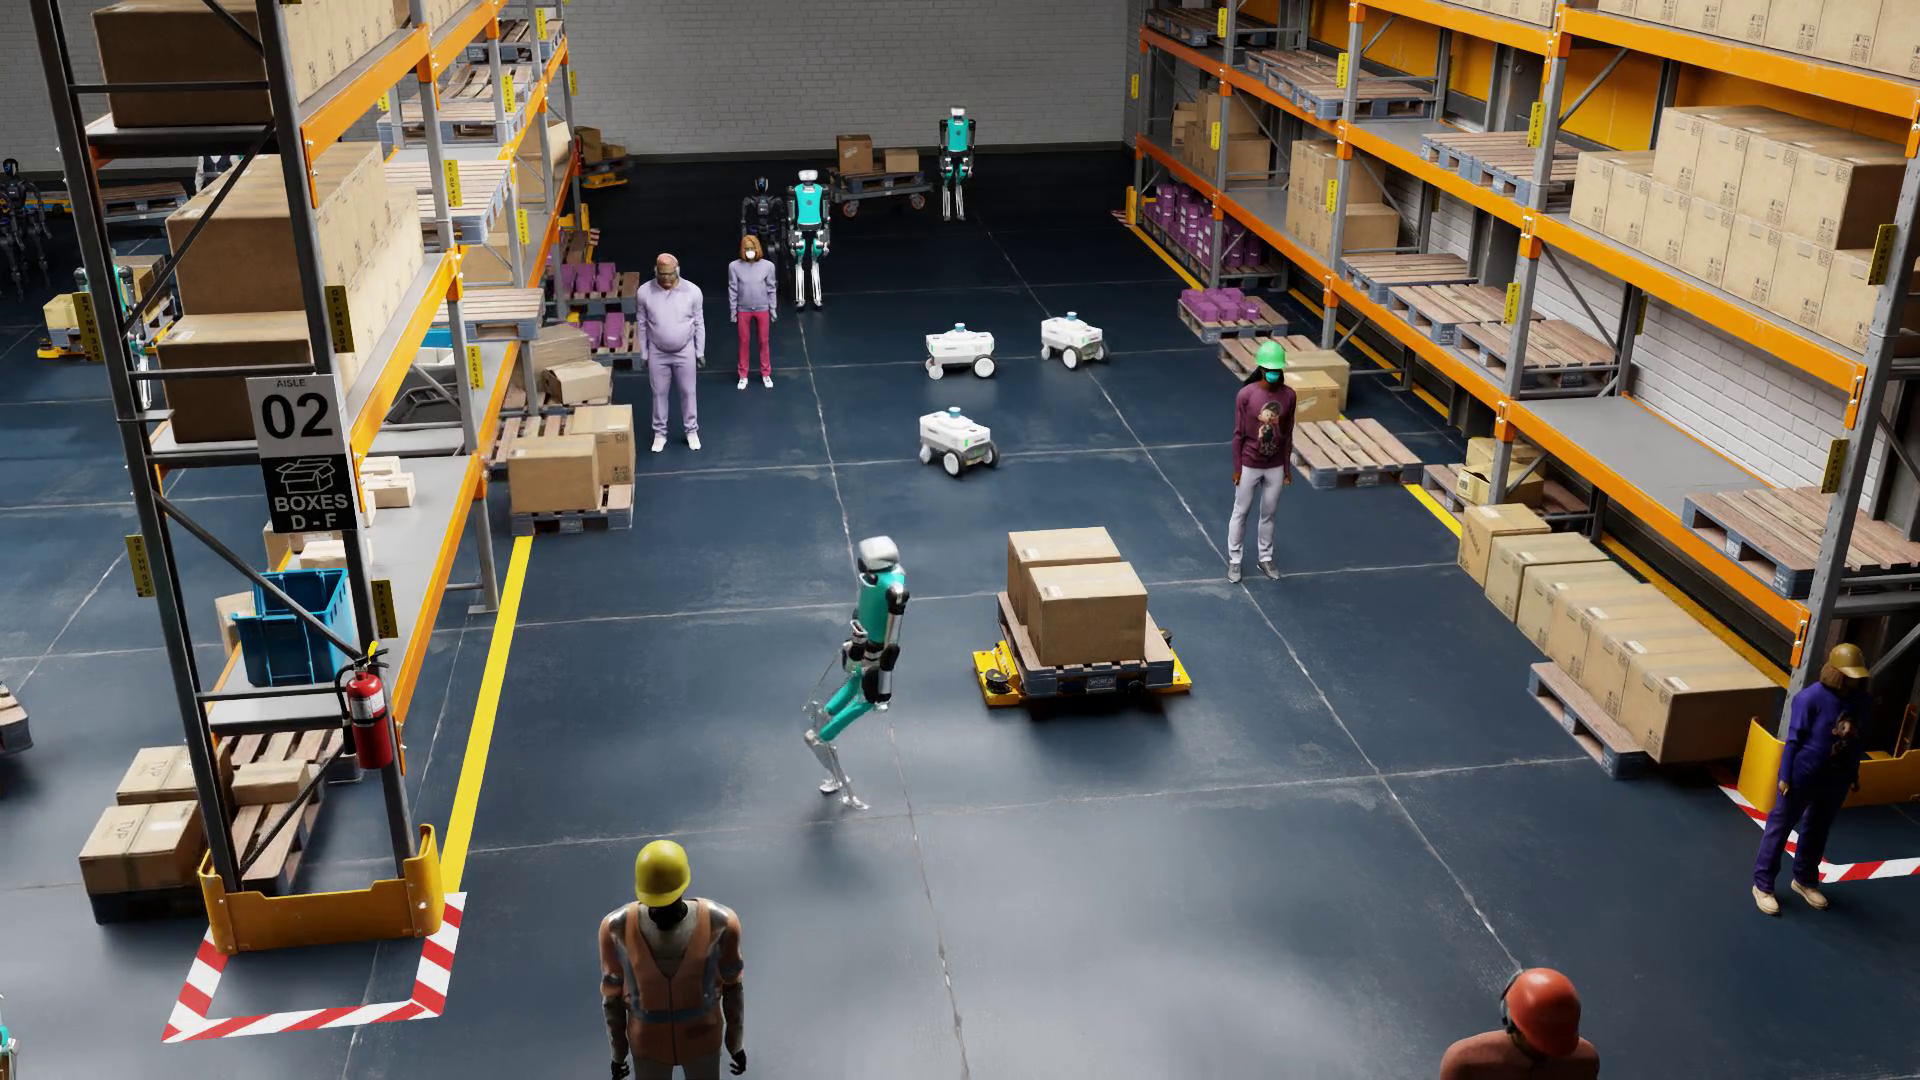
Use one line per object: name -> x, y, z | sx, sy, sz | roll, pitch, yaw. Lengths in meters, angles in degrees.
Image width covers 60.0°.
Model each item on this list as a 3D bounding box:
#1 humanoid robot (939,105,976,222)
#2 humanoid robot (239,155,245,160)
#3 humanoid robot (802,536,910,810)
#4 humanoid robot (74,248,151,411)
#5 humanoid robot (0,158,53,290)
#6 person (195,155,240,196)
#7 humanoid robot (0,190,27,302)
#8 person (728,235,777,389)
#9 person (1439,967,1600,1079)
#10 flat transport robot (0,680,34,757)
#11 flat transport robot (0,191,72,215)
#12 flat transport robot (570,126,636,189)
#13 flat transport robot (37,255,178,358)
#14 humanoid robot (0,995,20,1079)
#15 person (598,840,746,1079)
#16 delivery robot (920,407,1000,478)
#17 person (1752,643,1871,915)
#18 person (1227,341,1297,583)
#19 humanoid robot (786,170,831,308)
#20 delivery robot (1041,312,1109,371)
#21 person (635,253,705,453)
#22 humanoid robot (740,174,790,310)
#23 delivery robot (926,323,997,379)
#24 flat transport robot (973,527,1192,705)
humanoid robot -> -0.075, -5.509, 24.243 | 0.533, 1.672, 0.735 | -3, 24, -8
humanoid robot -> -11.118, -6.052, 25.473 | 0.533, 1.677, 0.735 | -3, 24, -8
humanoid robot -> -0.683, 0.845, 9.916 | 0.716, 1.772, 0.590 | -11, 26, -24
humanoid robot -> -8.330, -2.135, 16.550 | 0.533, 1.677, 0.735 | -3, 24, -8
humanoid robot -> -11.796, -3.982, 20.980 | 0.599, 1.657, 0.315 | -3, 24, -8
person -> -10.006, -4.731, 22.601 | 0.752, 1.758, 0.431 | -3, 24, -8
humanoid robot -> -11.848, -3.753, 20.459 | 0.599, 1.657, 0.315 | -3, 24, -8
person -> -2.166, -2.389, 17.419 | 0.497, 1.633, 0.283 | -3, 24, -8
person -> 1.998, 2.386, 6.110 | 0.608, 1.986, 0.388 | -3, 24, -8
flat transport robot -> -6.629, 1.386, 10.520 | 0.659, 0.231, 1.431 | -19, 30, -37
flat transport robot -> -14.014, -5.143, 25.394 | 1.431, 0.231, 0.659 | -3, 24, -8
flat transport robot -> -6.160, -5.994, 27.335 | 1.431, 0.231, 0.659 | 22, 32, 40
flat transport robot -> -9.596, -2.273, 18.857 | 1.431, 0.231, 0.659 | -3, 24, -8
humanoid robot -> -4.336, 1.993, 7.144 | 0.533, 1.677, 0.735 | -3, 24, -8
person -> -1.175, 2.068, 6.904 | 0.584, 1.927, 0.365 | -3, 24, -8
delivery robot -> -0.025, -0.917, 15.432 | 0.503, 0.610, 0.781 | -19, 30, -37
person -> 4.670, 1.295, 9.038 | 0.450, 1.623, 0.337 | -3, 24, -8
person -> 2.355, -0.622, 13.004 | 0.488, 1.952, 0.418 | -3, 24, -8
humanoid robot -> -1.826, -3.662, 20.028 | 0.533, 1.677, 0.735 | -3, 24, -8
delivery robot -> 1.253, -2.199, 18.350 | 0.503, 0.610, 0.781 | -19, 30, -37
person -> -2.714, -1.760, 15.660 | 0.637, 1.902, 0.411 | -3, 24, -8
humanoid robot -> -2.358, -3.601, 20.111 | 0.599, 1.657, 0.315 | -3, 24, -8
delivery robot -> 0.001, -2.052, 17.962 | 0.739, 0.566, 0.499 | -3, 24, -8
flat transport robot -> 0.846, 0.881, 11.670 | 1.431, 0.231, 0.659 | -3, 24, -8
